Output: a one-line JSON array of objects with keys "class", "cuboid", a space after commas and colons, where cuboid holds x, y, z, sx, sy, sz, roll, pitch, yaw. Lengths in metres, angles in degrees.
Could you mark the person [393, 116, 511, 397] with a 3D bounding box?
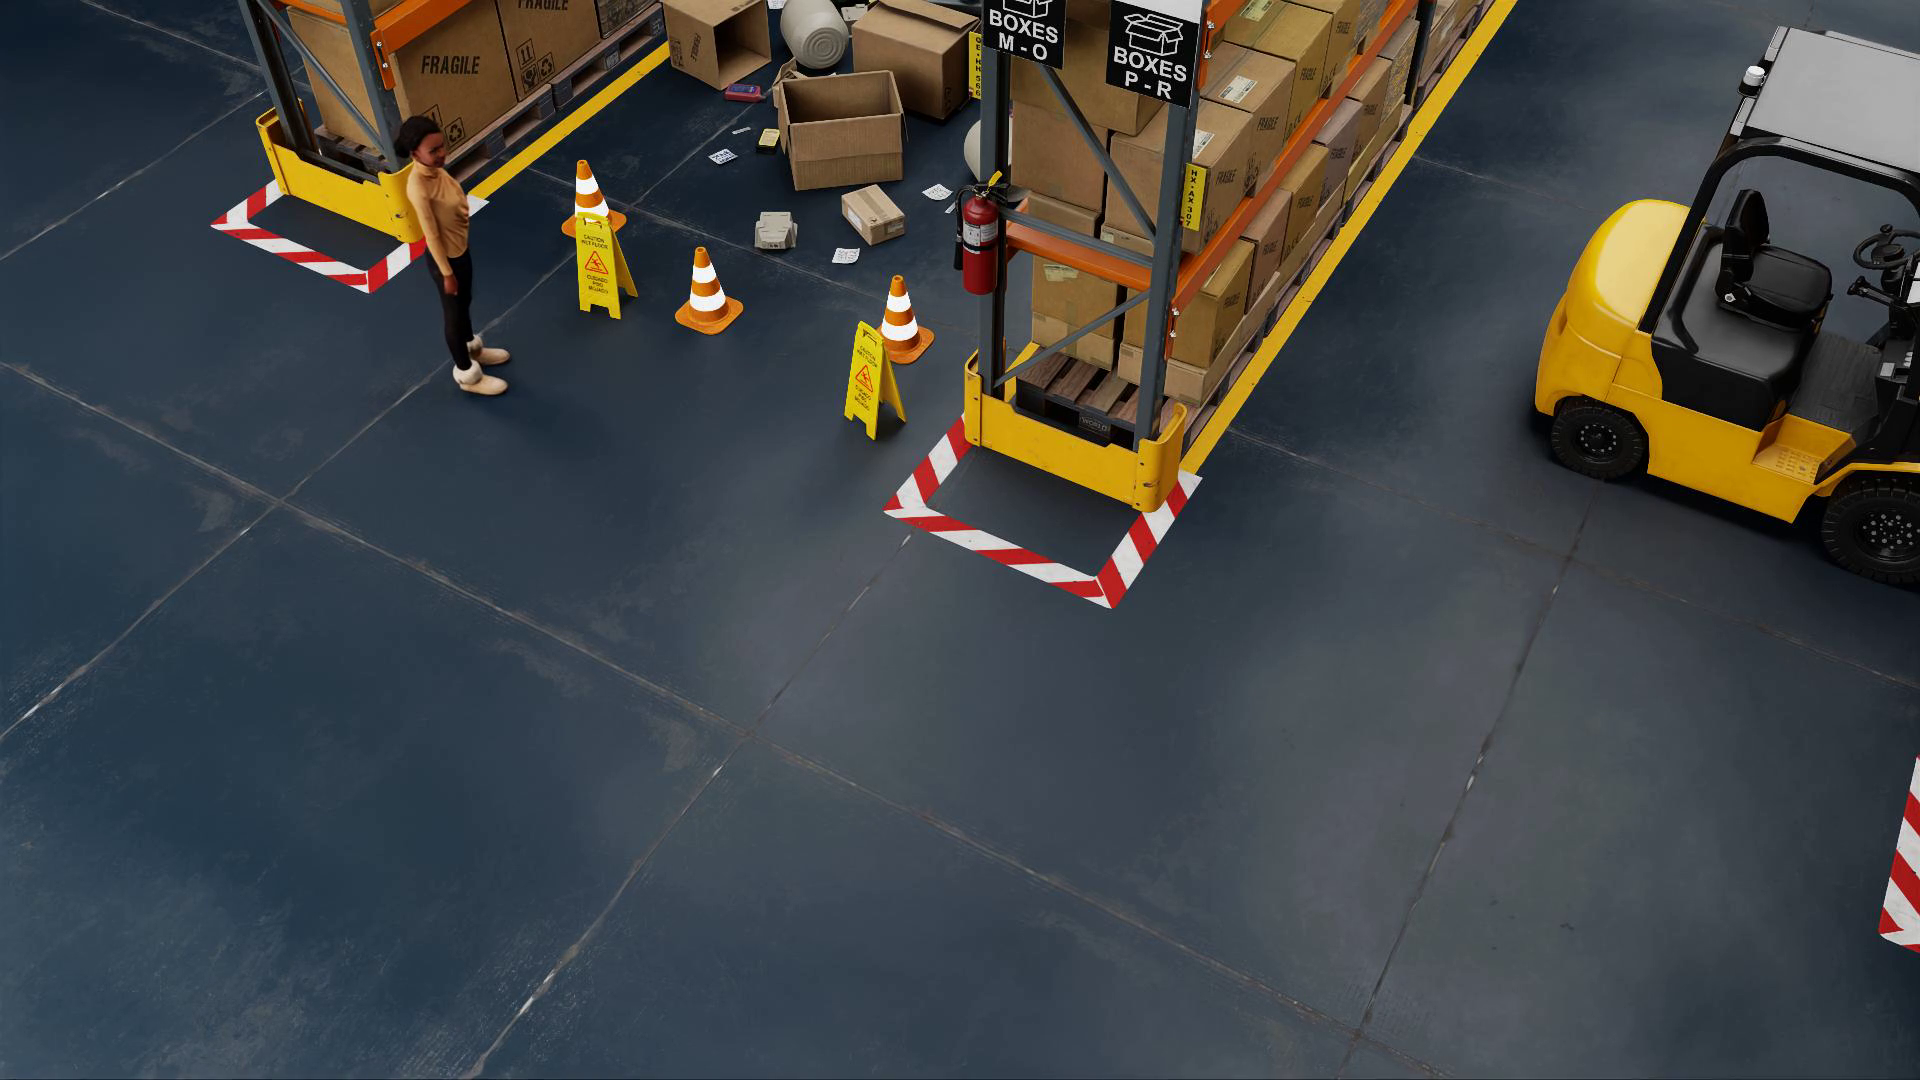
[{"class": "person", "cuboid": [-2.727, -1.514, 8.841, 0.744, 1.658, 0.650, -3, 47, -3]}]
